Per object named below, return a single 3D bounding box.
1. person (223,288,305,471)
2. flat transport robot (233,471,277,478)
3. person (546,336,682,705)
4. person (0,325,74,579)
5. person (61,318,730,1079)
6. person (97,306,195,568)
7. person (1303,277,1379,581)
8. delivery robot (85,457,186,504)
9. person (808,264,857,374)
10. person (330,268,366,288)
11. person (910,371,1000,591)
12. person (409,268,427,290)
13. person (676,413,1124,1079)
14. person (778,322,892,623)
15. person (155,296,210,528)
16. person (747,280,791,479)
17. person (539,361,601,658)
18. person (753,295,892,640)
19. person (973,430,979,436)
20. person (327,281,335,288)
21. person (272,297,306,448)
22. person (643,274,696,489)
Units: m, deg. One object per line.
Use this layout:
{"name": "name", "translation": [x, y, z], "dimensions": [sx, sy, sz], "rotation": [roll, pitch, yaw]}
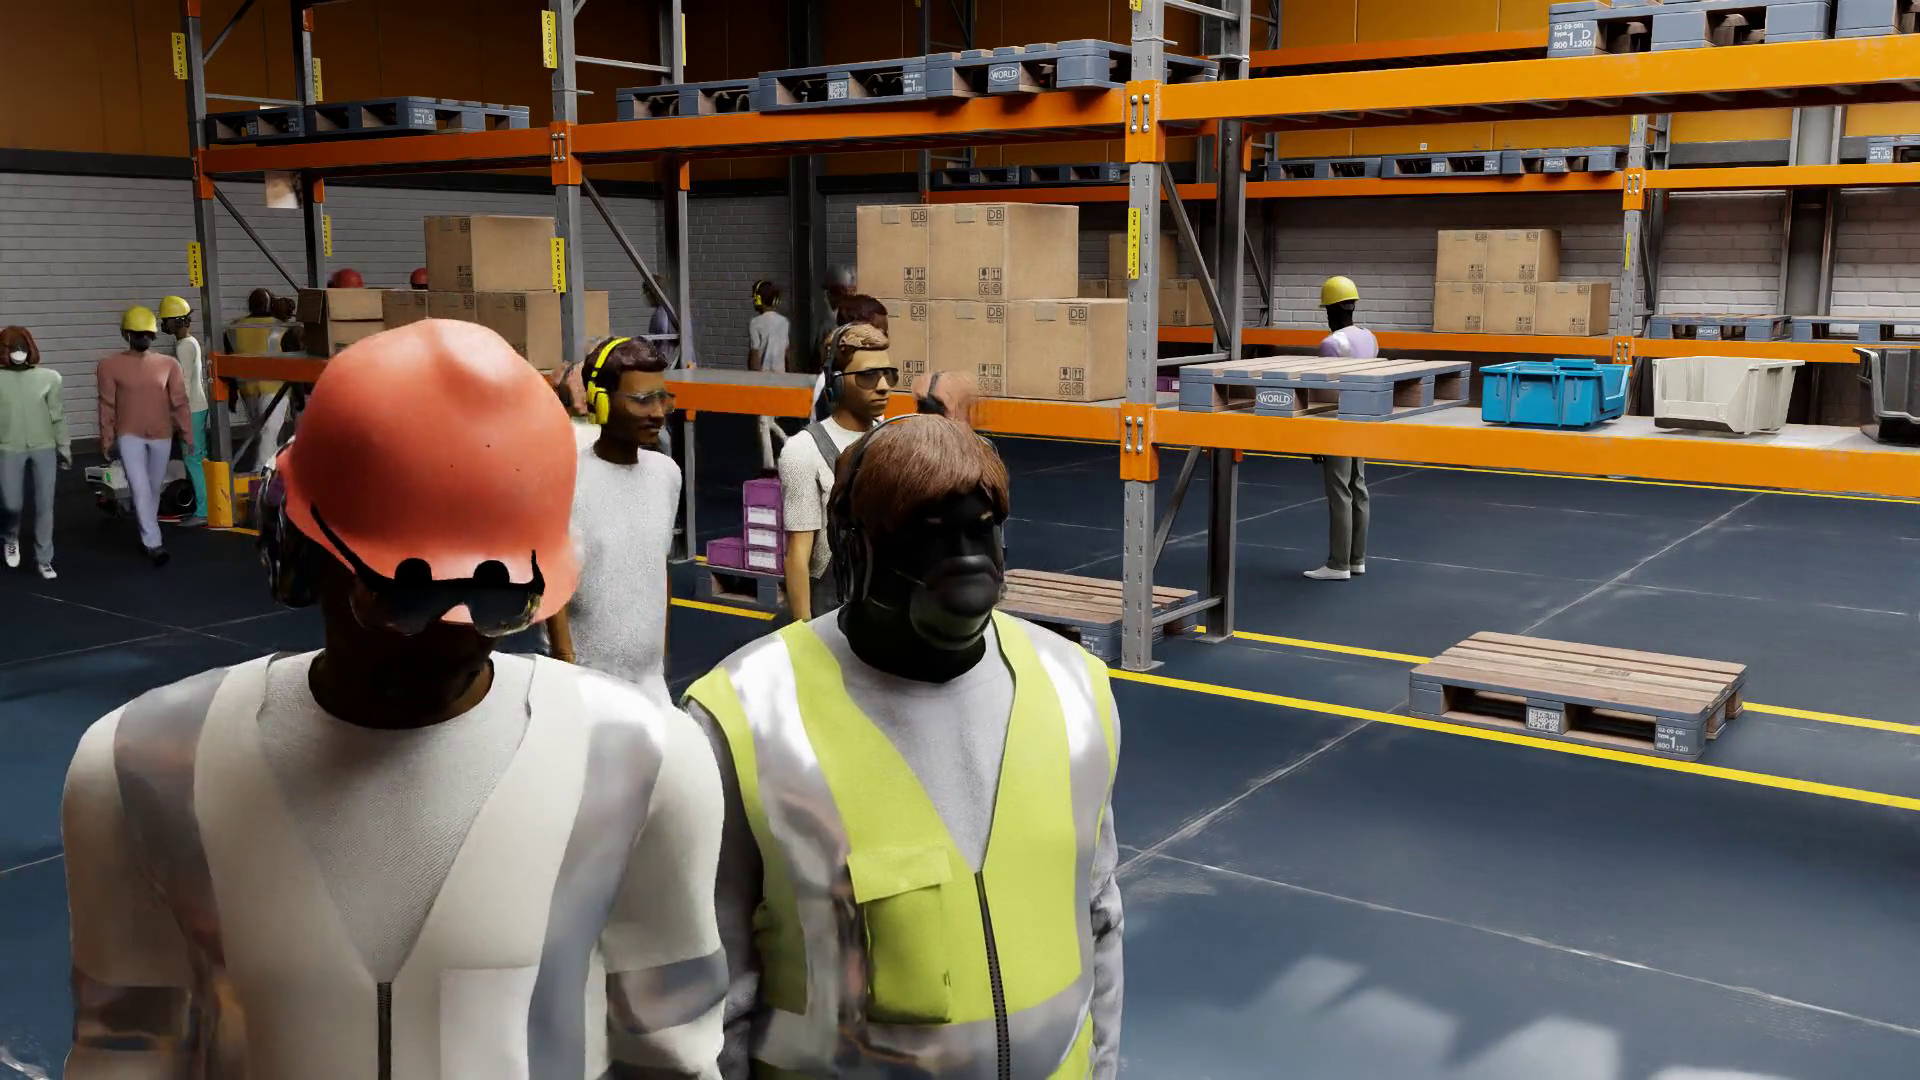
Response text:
{"name": "person", "translation": [-6.052, -1.295, 14.527], "dimensions": [0.630, 1.786, 0.992], "rotation": [1, 10, 5]}
{"name": "flat transport robot", "translation": [-5.736, -0.459, 14.031], "dimensions": [1.431, 0.197, 0.652], "rotation": [-8, 12, -38]}
{"name": "person", "translation": [-0.844, 0.401, 4.319], "dimensions": [0.942, 1.823, 0.541], "rotation": [8, 12, 39]}
{"name": "person", "translation": [-5.972, -0.563, 10.633], "dimensions": [0.510, 1.618, 0.442], "rotation": [-8, 12, -39]}
{"name": "person", "translation": [-0.554, 0.756, 1.750], "dimensions": [0.634, 1.985, 0.973], "rotation": [-2, 10, -9]}
{"name": "person", "translation": [-5.384, -0.683, 11.044], "dimensions": [0.539, 1.712, 0.949], "rotation": [-8, 13, -40]}
{"name": "person", "translation": [2.410, -0.697, 10.545], "dimensions": [0.383, 1.921, 0.585], "rotation": [8, 13, 41]}
{"name": "delivery robot", "translation": [-6.525, -0.504, 13.178], "dimensions": [0.477, 0.478, 0.707], "rotation": [6, 11, 31]}
{"name": "person", "translation": [-1.023, -1.246, 13.458], "dimensions": [0.989, 2.000, 0.708], "rotation": [4, 10, 22]}
{"name": "person", "translation": [-5.911, -1.555, 15.563], "dimensions": [0.792, 1.960, 0.661], "rotation": [-7, 12, -36]}
{"name": "person", "translation": [-0.122, 0.147, 6.480], "dimensions": [0.835, 1.598, 0.517], "rotation": [5, 11, 25]}
{"name": "person", "translation": [-6.009, -2.070, 18.668], "dimensions": [0.542, 1.939, 0.365], "rotation": [7, 12, 34]}
{"name": "person", "translation": [-0.049, 0.764, 2.077], "dimensions": [0.626, 1.846, 0.429], "rotation": [-5, 11, -28]}
{"name": "person", "translation": [-0.305, 0.281, 4.950], "dimensions": [0.344, 1.846, 0.507], "rotation": [7, 12, 38]}
{"name": "person", "translation": [-5.903, -0.971, 12.679], "dimensions": [0.339, 1.761, 0.529], "rotation": [-3, 10, -18]}
{"name": "person", "translation": [-1.704, -1.387, 14.866], "dimensions": [0.459, 1.857, 0.508], "rotation": [6, 11, 33]}
{"name": "person", "translation": [-1.481, 0.089, 6.735], "dimensions": [0.506, 1.621, 0.527], "rotation": [7, 12, 35]}
{"name": "person", "translation": [-0.569, -0.135, 7.326], "dimensions": [0.921, 1.887, 0.586], "rotation": [2, 10, 15]}
{"name": "person", "translation": [0.065, -1.618, 15.910], "dimensions": [0.613, 1.961, 0.361], "rotation": [-6, 11, -34]}
{"name": "person", "translation": [-6.205, -1.673, 16.673], "dimensions": [0.638, 1.818, 0.560], "rotation": [1, 10, 8]}
{"name": "person", "translation": [-7.074, -1.725, 17.503], "dimensions": [0.511, 1.640, 0.308], "rotation": [2, 10, 14]}
{"name": "person", "translation": [-2.575, -1.390, 14.725], "dimensions": [0.521, 1.903, 0.659], "rotation": [1, 10, 7]}
